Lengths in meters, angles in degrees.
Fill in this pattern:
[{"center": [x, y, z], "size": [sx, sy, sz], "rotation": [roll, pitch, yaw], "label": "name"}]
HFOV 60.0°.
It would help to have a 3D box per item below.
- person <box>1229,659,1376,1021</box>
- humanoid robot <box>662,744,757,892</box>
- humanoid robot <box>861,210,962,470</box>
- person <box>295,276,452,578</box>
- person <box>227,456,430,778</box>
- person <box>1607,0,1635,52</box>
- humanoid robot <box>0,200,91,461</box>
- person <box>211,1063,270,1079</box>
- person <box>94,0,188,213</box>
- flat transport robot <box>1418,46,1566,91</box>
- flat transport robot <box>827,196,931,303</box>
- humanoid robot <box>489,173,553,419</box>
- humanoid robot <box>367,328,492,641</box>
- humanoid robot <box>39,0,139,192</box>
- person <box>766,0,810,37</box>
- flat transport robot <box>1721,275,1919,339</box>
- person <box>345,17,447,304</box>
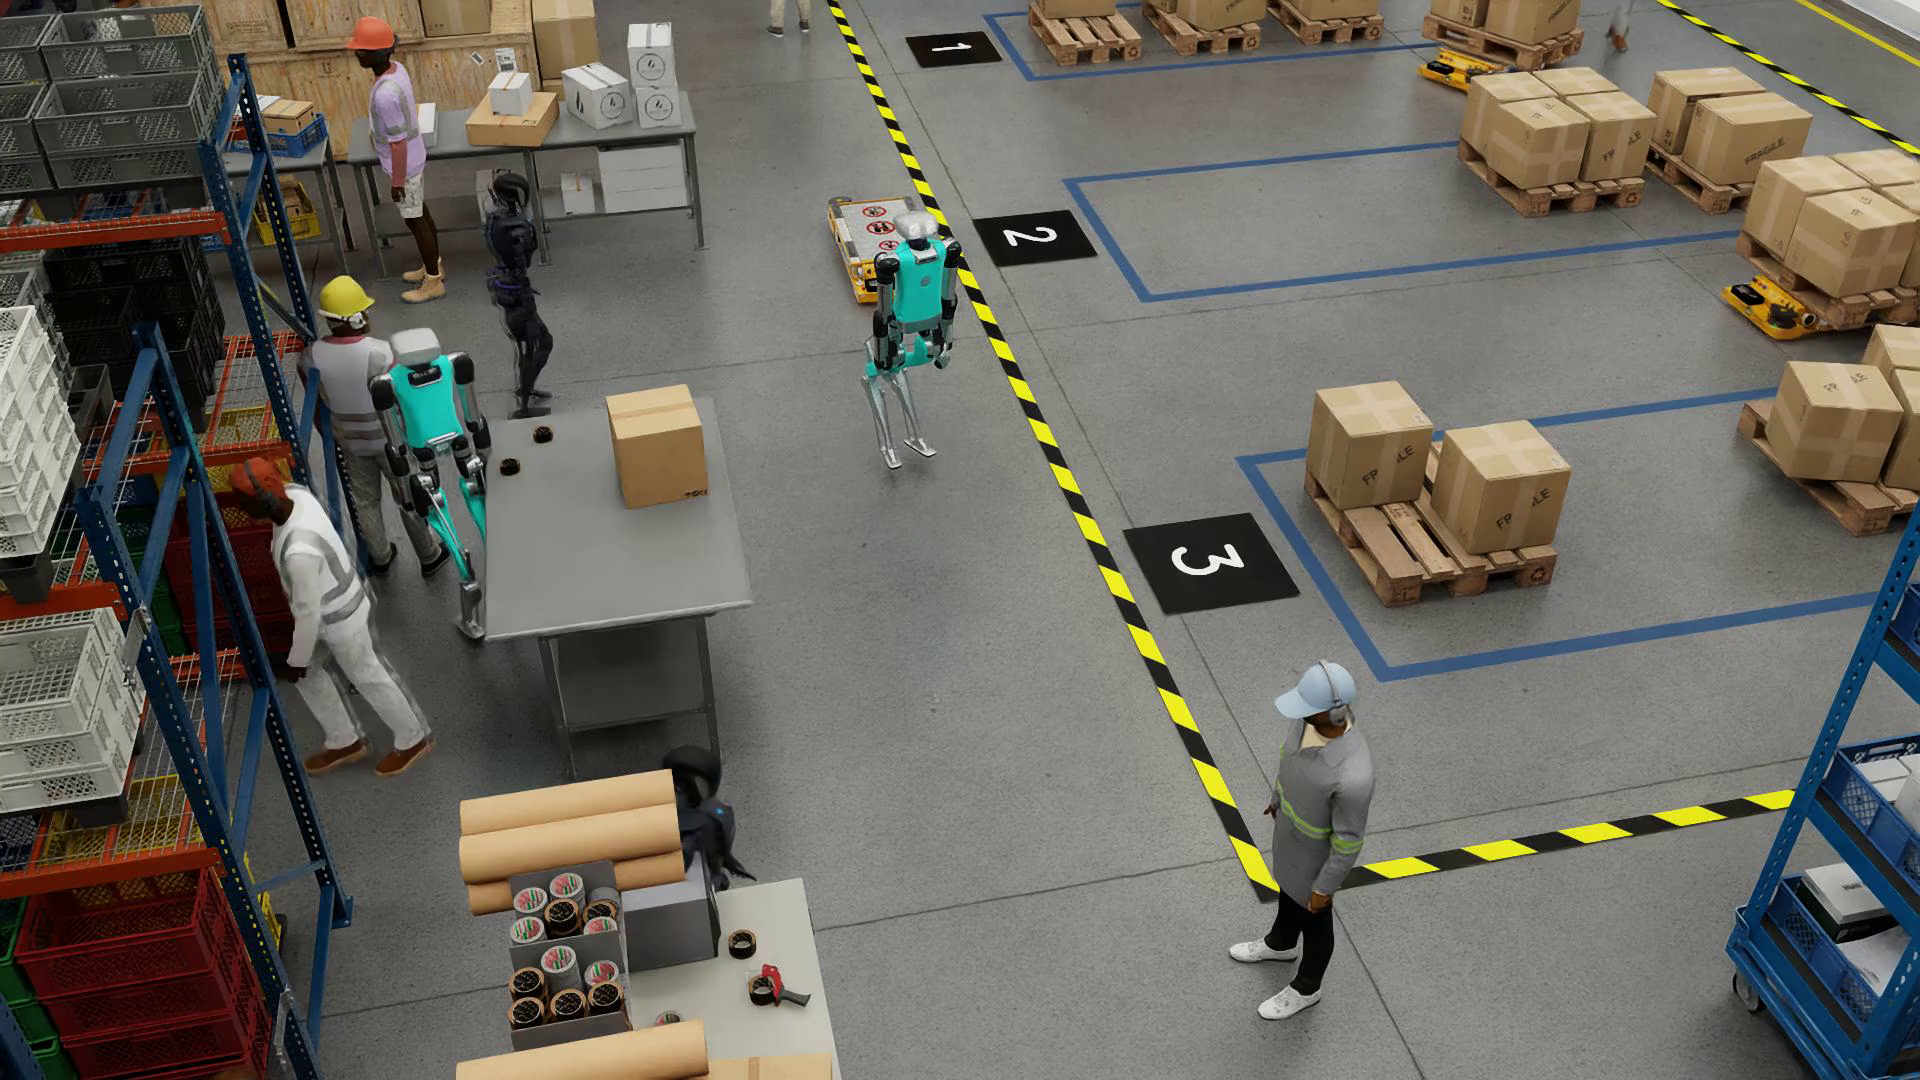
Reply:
[{"center": [1.362, 1.188, 6.634], "size": [0.397, 1.848, 0.587], "rotation": [-7, 37, -9], "label": "person"}, {"center": [-1.013, 1.404, 6.488], "size": [0.377, 1.647, 0.595], "rotation": [2, 37, 3], "label": "humanoid robot"}, {"center": [-0.361, -1.249, 9.890], "size": [0.533, 1.677, 0.735], "rotation": [-19, 41, -23], "label": "humanoid robot"}, {"center": [-3.180, -0.582, 9.030], "size": [0.588, 1.826, 0.404], "rotation": [2, 37, 3], "label": "person"}, {"center": [-2.981, 0.363, 7.733], "size": [0.717, 1.850, 0.647], "rotation": [-17, 40, -21], "label": "person"}, {"center": [6.521, -5.626, 15.808], "size": [0.373, 1.849, 0.743], "rotation": [5, 37, 7], "label": "person"}, {"center": [-5.535, -1.099, 9.821], "size": [0.530, 1.816, 0.758], "rotation": [19, 41, 23], "label": "humanoid robot"}, {"center": [-2.041, 2.263, 5.195], "size": [0.636, 1.840, 0.429], "rotation": [-18, 40, -22], "label": "person"}, {"center": [-6.164, -3.493, 12.859], "size": [0.625, 1.929, 0.623], "rotation": [24, 43, 28], "label": "person"}, {"center": [5.030, -4.548, 15.643], "size": [1.431, 0.197, 0.652], "rotation": [-27, 44, -31], "label": "flat transport robot"}, {"center": [-0.570, -2.220, 12.538], "size": [0.659, 0.231, 1.431], "rotation": [-8, 37, -10], "label": "flat transport robot"}, {"center": [-2.757, -1.501, 10.389], "size": [0.401, 1.643, 0.612], "rotation": [-13, 39, -17], "label": "humanoid robot"}, {"center": [-2.565, -0.209, 8.553], "size": [0.530, 1.742, 0.707], "rotation": [-23, 42, -28], "label": "humanoid robot"}, {"center": [-6.827, -3.500, 13.085], "size": [0.612, 1.644, 0.483], "rotation": [-9, 38, -12], "label": "humanoid robot"}, {"center": [-1.691, -5.759, 16.036], "size": [0.571, 1.769, 0.397], "rotation": [-17, 40, -21], "label": "person"}, {"center": [6.280, -1.746, 11.878], "size": [1.431, 0.197, 0.652], "rotation": [-8, 37, -10], "label": "flat transport robot"}, {"center": [-3.914, -2.639, 11.613], "size": [0.365, 2.048, 0.606], "rotation": [-7, 37, -9], "label": "person"}]
